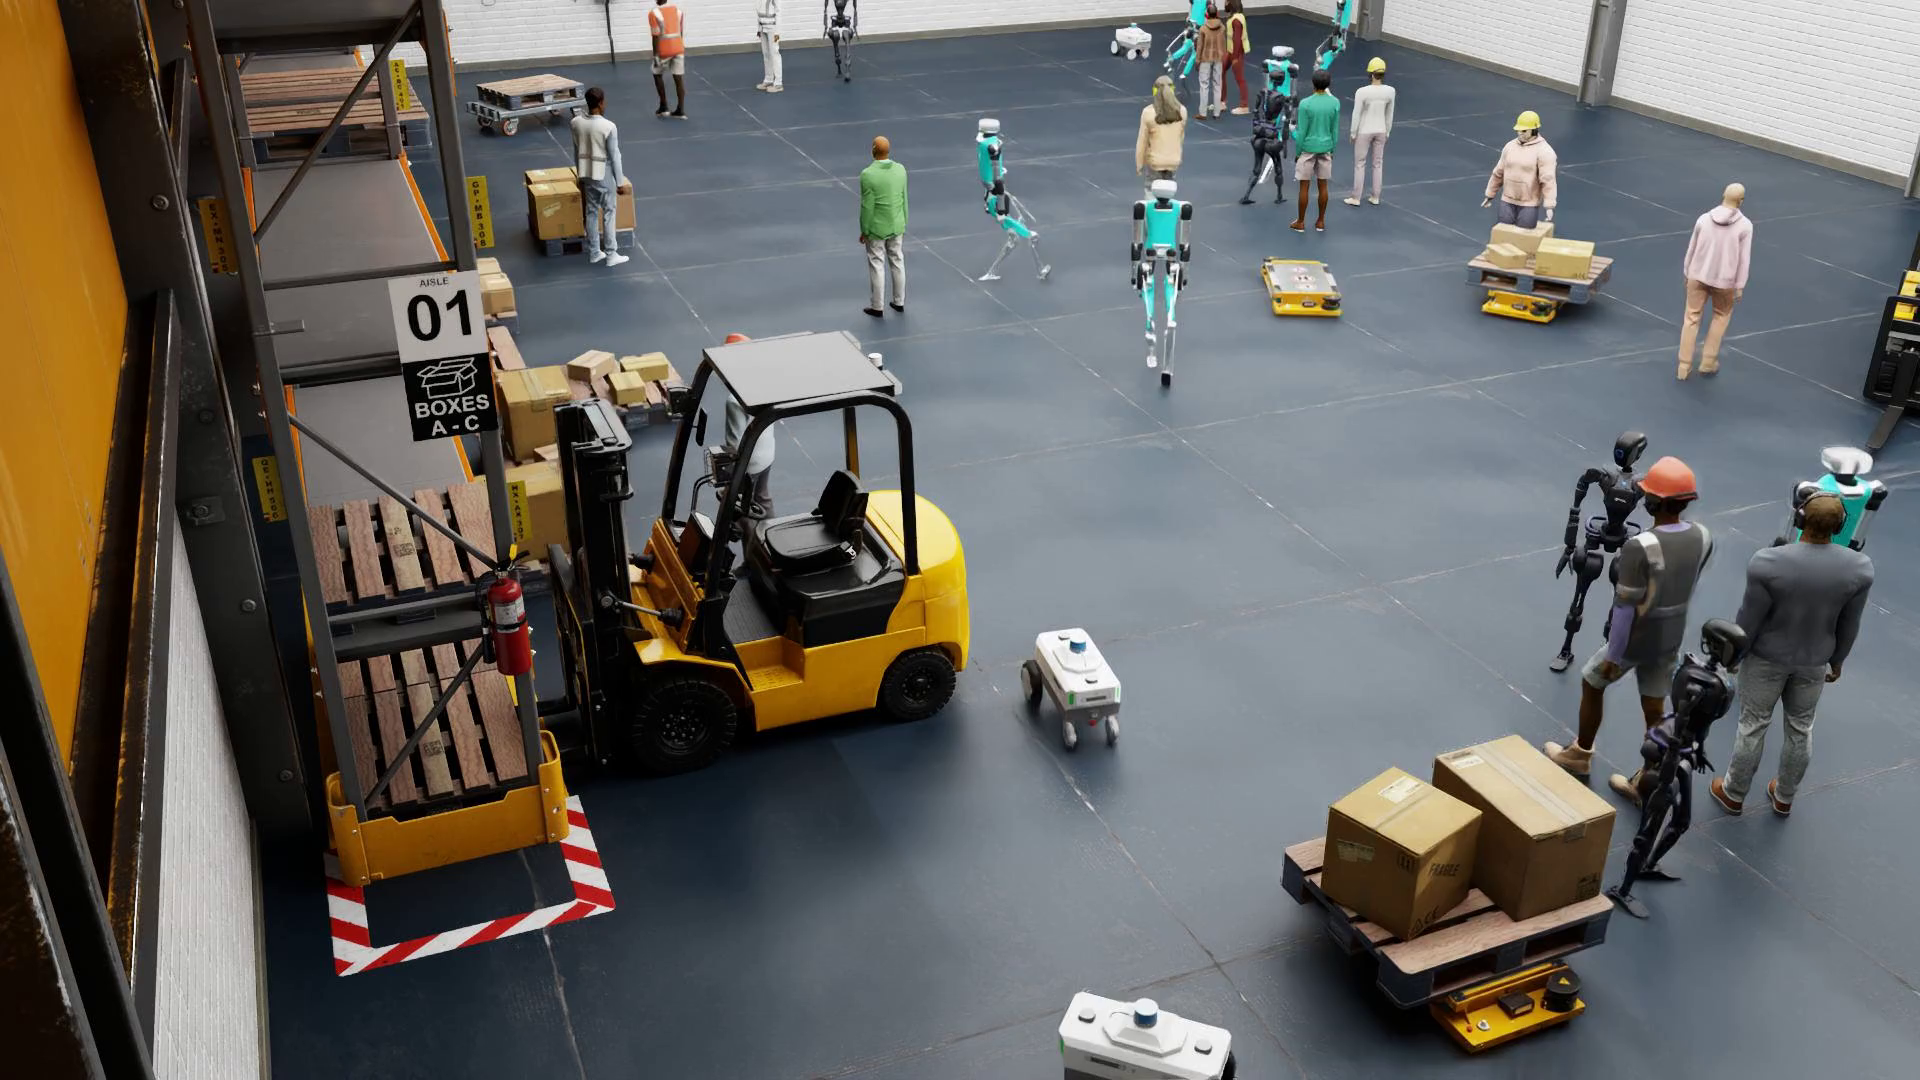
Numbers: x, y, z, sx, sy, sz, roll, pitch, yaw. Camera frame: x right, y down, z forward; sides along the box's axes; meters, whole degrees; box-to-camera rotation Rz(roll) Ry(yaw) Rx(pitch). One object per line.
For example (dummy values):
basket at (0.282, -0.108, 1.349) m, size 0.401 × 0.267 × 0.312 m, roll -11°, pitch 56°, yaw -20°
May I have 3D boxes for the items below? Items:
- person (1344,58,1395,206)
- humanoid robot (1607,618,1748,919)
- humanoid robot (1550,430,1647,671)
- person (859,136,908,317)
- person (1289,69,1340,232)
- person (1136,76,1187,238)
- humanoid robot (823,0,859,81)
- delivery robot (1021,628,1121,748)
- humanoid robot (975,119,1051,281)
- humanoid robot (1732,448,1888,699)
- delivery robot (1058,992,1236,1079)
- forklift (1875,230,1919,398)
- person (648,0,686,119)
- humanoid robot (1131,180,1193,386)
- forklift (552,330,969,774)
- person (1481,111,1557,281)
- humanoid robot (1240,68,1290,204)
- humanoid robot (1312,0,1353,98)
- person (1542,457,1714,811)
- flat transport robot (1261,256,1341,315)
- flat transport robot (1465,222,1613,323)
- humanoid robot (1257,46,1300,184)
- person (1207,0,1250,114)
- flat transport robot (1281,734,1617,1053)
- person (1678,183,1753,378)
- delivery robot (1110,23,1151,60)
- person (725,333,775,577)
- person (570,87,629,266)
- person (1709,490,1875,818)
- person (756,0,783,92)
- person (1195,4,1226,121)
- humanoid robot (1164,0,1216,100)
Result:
person at (4.967, -4.936, 20.148) m, size 0.526 × 1.760 × 0.339 m, roll -7°, pitch 27°, yaw -13°
humanoid robot at (3.562, 1.104, 8.233) m, size 0.341 × 1.642 × 0.609 m, roll 20°, pitch 33°, yaw 35°
humanoid robot at (4.006, 0.090, 10.229) m, size 0.599 × 1.655 × 0.315 m, roll 12°, pitch 29°, yaw 22°
person at (-0.759, -3.096, 16.460) m, size 0.552 × 1.782 × 0.384 m, roll -18°, pitch 32°, yaw -31°
person at (4.086, -4.461, 19.103) m, size 0.494 × 1.850 × 0.396 m, roll -3°, pitch 27°, yaw -6°
person at (2.240, -4.357, 18.915) m, size 0.580 × 1.833 × 0.639 m, roll -4°, pitch 27°, yaw -7°
humanoid robot at (-1.935, -8.271, 26.904) m, size 0.600 × 1.626 × 0.754 m, roll 0°, pitch 27°, yaw 1°
delivery robot at (0.696, 0.845, 10.005) m, size 0.499 × 0.609 × 0.813 m, roll -7°, pitch 27°, yaw -13°
humanoid robot at (0.609, -3.523, 17.424) m, size 0.926 × 1.811 × 0.559 m, roll -8°, pitch 28°, yaw -15°
humanoid robot at (4.967, 0.209, 9.993) m, size 0.552 × 1.825 × 0.779 m, roll -3°, pitch 27°, yaw -6°
delivery robot at (0.818, 2.255, 7.190) m, size 0.771 × 0.600 × 0.501 m, roll 10°, pitch 28°, yaw 19°
forklift at (9.029, -2.397, 14.618) m, size 1.214 × 2.155 × 2.313 m, roll 18°, pitch 32°, yaw 32°
person at (-4.312, -7.179, 24.400) m, size 0.617 × 1.939 × 0.607 m, roll -21°, pitch 34°, yaw -36°
humanoid robot at (1.798, -2.240, 14.834) m, size 0.532 × 1.769 × 0.978 m, roll 1°, pitch 27°, yaw 2°
forklift at (-1.094, 0.010, 9.831) m, size 2.313 × 2.155 × 1.214 m, roll -10°, pitch 28°, yaw -20°
person at (5.807, -3.505, 17.199) m, size 0.434 × 1.855 × 0.820 m, roll -21°, pitch 33°, yaw -35°
humanoid robot at (3.751, -4.906, 20.211) m, size 0.608 × 1.646 × 0.605 m, roll -19°, pitch 33°, yaw -33°
humanoid robot at (5.615, -7.573, 25.542) m, size 0.732 × 1.908 × 0.552 m, roll 14°, pitch 30°, yaw 25°
person at (3.681, 0.478, 9.099) m, size 0.631 × 2.007 × 0.838 m, roll -11°, pitch 29°, yaw -21°
flat transport robot at (3.524, -2.628, 17.215) m, size 0.659 × 0.231 × 1.431 m, roll 2°, pitch 27°, yaw 3°
flat transport robot at (5.910, -2.547, 17.054) m, size 0.659 × 0.231 × 1.431 m, roll 16°, pitch 31°, yaw 29°
humanoid robot at (4.196, -5.385, 21.110) m, size 0.895 × 1.777 × 0.530 m, roll -22°, pitch 34°, yaw -37°
person at (4.025, -7.227, 24.725) m, size 0.708 × 1.740 × 0.522 m, roll -1°, pitch 27°, yaw -3°
flat transport robot at (2.335, 1.909, 8.190) m, size 0.659 × 0.231 × 1.431 m, roll -11°, pitch 29°, yaw -21°
person at (6.791, -2.337, 14.969) m, size 0.554 × 1.761 × 0.607 m, roll 16°, pitch 31°, yaw 29°
delivery robot at (2.999, -8.686, 28.966) m, size 0.499 × 0.612 × 0.784 m, roll -13°, pitch 30°, yaw -25°
person at (-1.471, -0.589, 11.524) m, size 0.351 × 1.737 × 0.571 m, roll 9°, pitch 28°, yaw 17°
person at (-3.893, -3.909, 17.944) m, size 0.594 × 1.909 × 0.410 m, roll 13°, pitch 29°, yaw 24°
person at (4.419, 0.623, 8.891) m, size 0.627 × 1.940 × 0.370 m, roll 4°, pitch 27°, yaw 7°
person at (-3.011, -8.018, 26.137) m, size 0.343 × 1.883 × 0.586 m, roll -19°, pitch 32°, yaw -33°
person at (3.666, -6.981, 24.349) m, size 0.452 × 1.641 × 0.326 m, roll -5°, pitch 27°, yaw -10°
humanoid robot at (3.427, -7.544, 25.389) m, size 0.820 × 1.801 × 0.555 m, roll -15°, pitch 30°, yaw -27°
